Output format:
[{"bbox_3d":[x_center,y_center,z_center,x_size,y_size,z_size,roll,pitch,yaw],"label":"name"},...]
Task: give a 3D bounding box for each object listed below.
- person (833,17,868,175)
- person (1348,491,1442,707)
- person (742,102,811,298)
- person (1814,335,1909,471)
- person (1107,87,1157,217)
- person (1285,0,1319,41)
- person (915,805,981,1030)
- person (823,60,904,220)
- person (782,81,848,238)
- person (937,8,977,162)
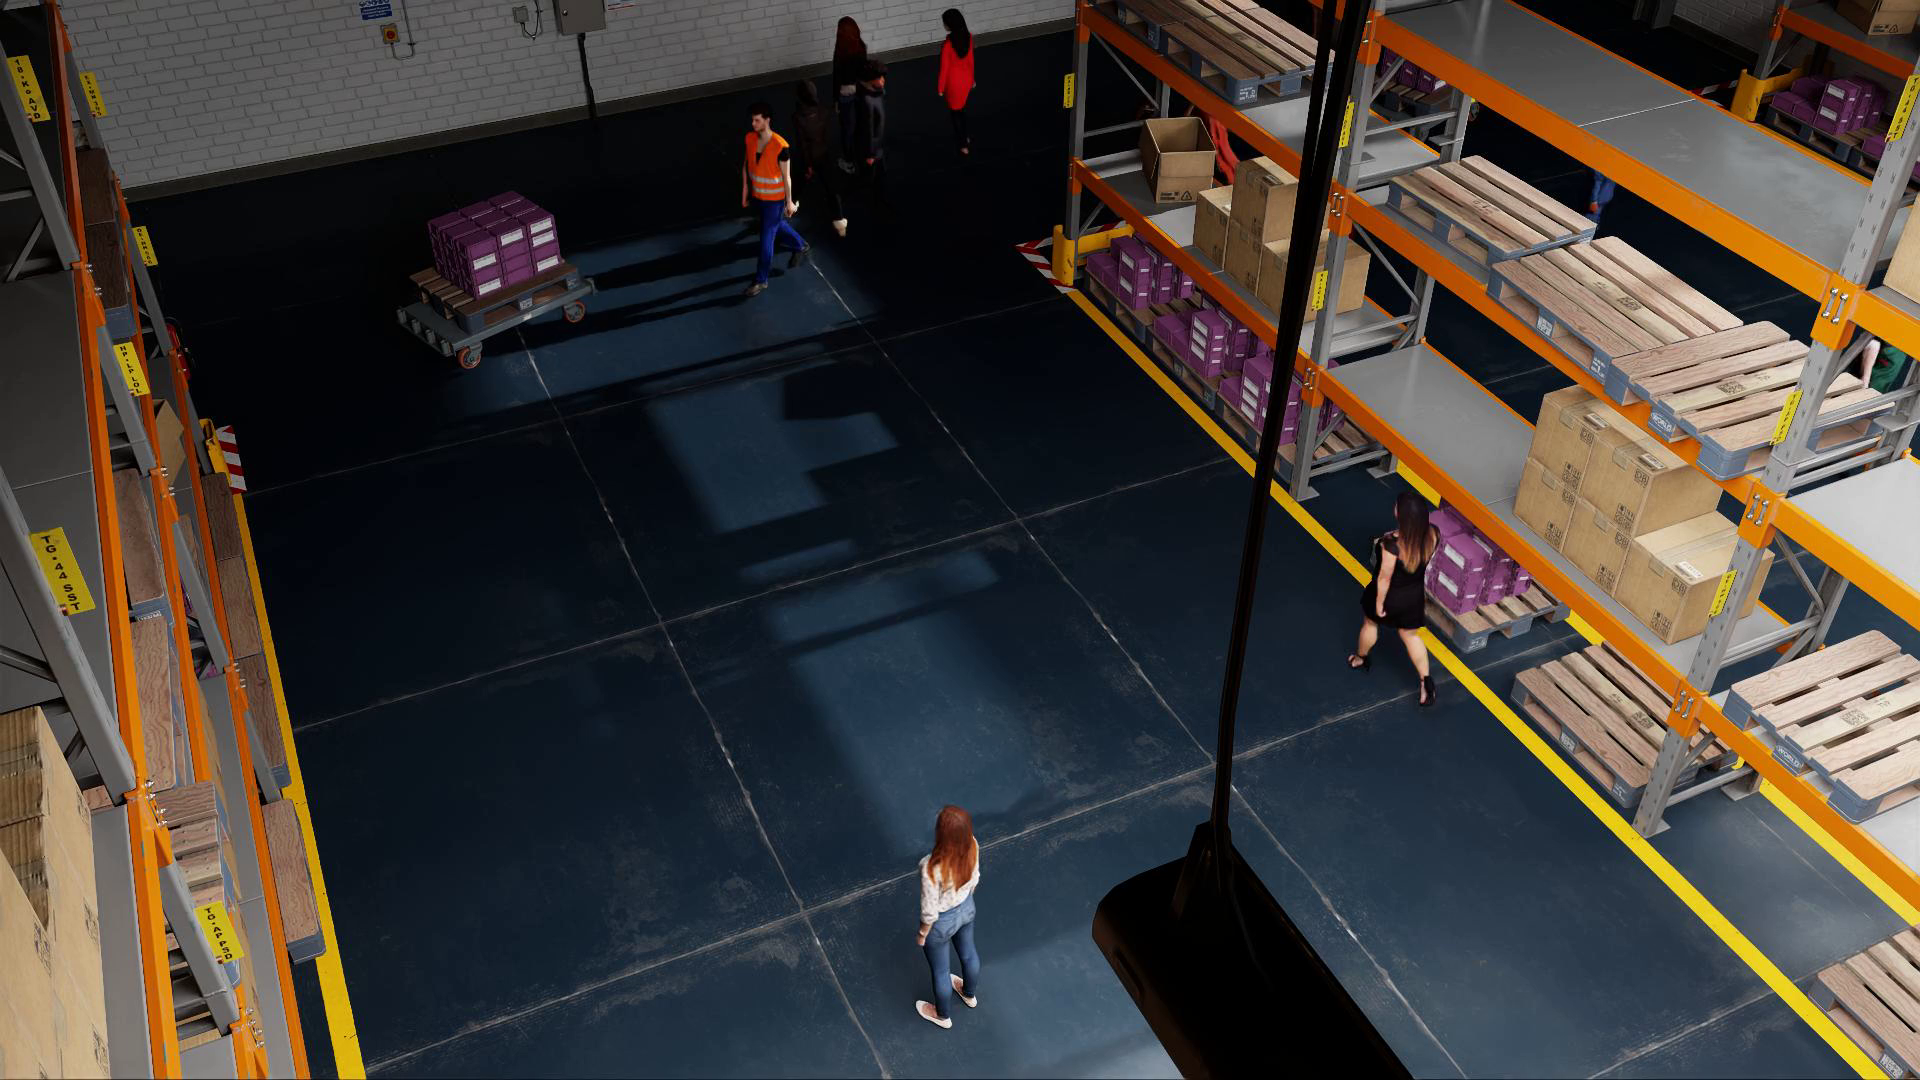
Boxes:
[{"bbox_3d":[-1.104,-4.688,17.727,0.670,1.780,0.984,-22,44,-26],"label":"person"},{"bbox_3d":[3.065,0.432,11.393,0.640,1.683,1.012,-16,41,-19],"label":"person"},{"bbox_3d":[-1.773,-3.332,15.973,1.258,1.849,1.124,26,45,29],"label":"person"},{"bbox_3d":[7.252,-1.260,13.414,0.808,1.806,1.123,-25,45,-28],"label":"person"},{"bbox_3d":[1.865,-3.934,17.030,0.948,1.470,0.949,6,39,7],"label":"person"},{"bbox_3d":[3.858,-5.851,19.222,0.737,1.731,0.678,-26,45,-29],"label":"person"},{"bbox_3d":[-0.057,2.089,9.283,0.639,1.727,0.611,-30,48,-32],"label":"person"},{"bbox_3d":[-1.012,-4.017,16.912,1.004,1.748,1.089,-1,39,-1],"label":"person"},{"bbox_3d":[-1.543,-3.923,16.889,0.686,1.629,1.125,-19,42,-22],"label":"person"},{"bbox_3d":[0.032,-4.877,18.006,0.724,1.727,0.719,-30,47,-32],"label":"person"}]
